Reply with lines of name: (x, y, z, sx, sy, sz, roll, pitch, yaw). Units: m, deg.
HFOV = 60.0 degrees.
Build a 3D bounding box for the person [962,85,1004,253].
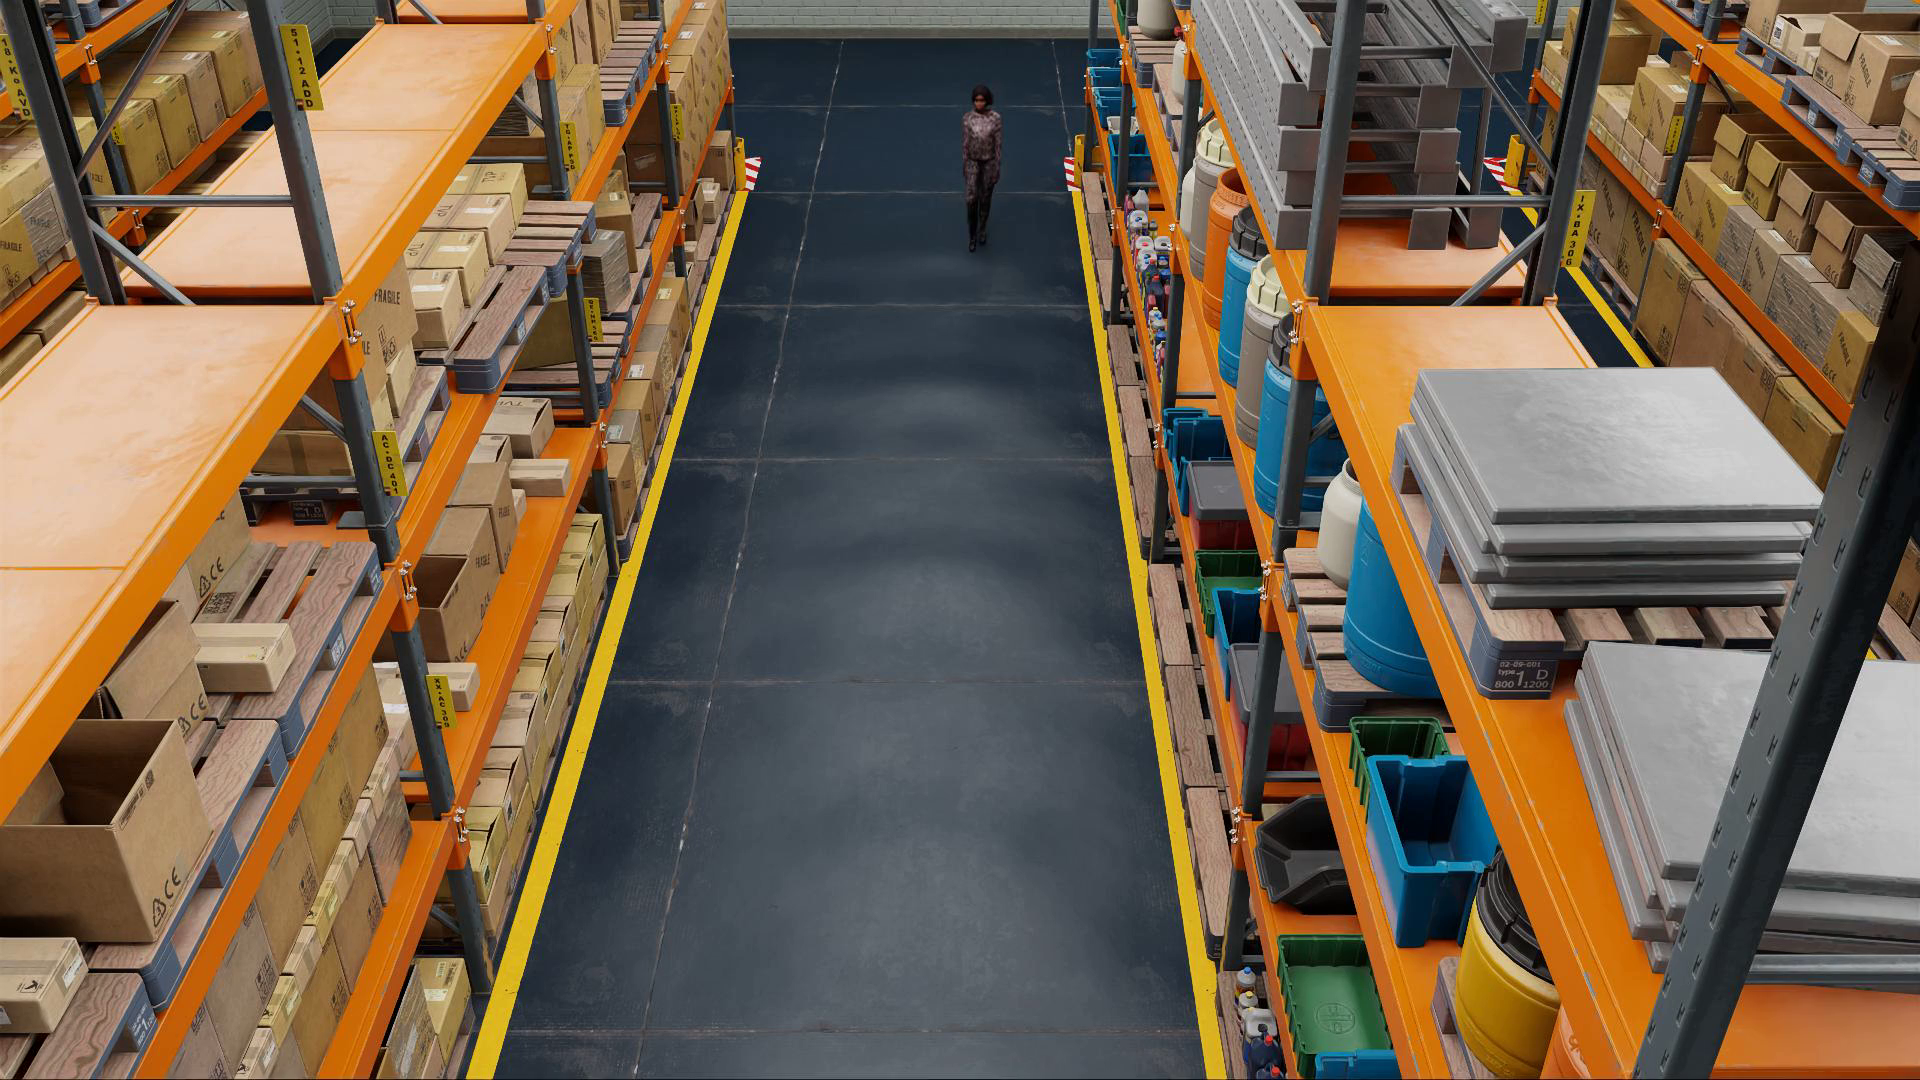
person: (0.238, -3.882, 17.202, 0.565, 1.696, 0.738, 1, 33, 1)
